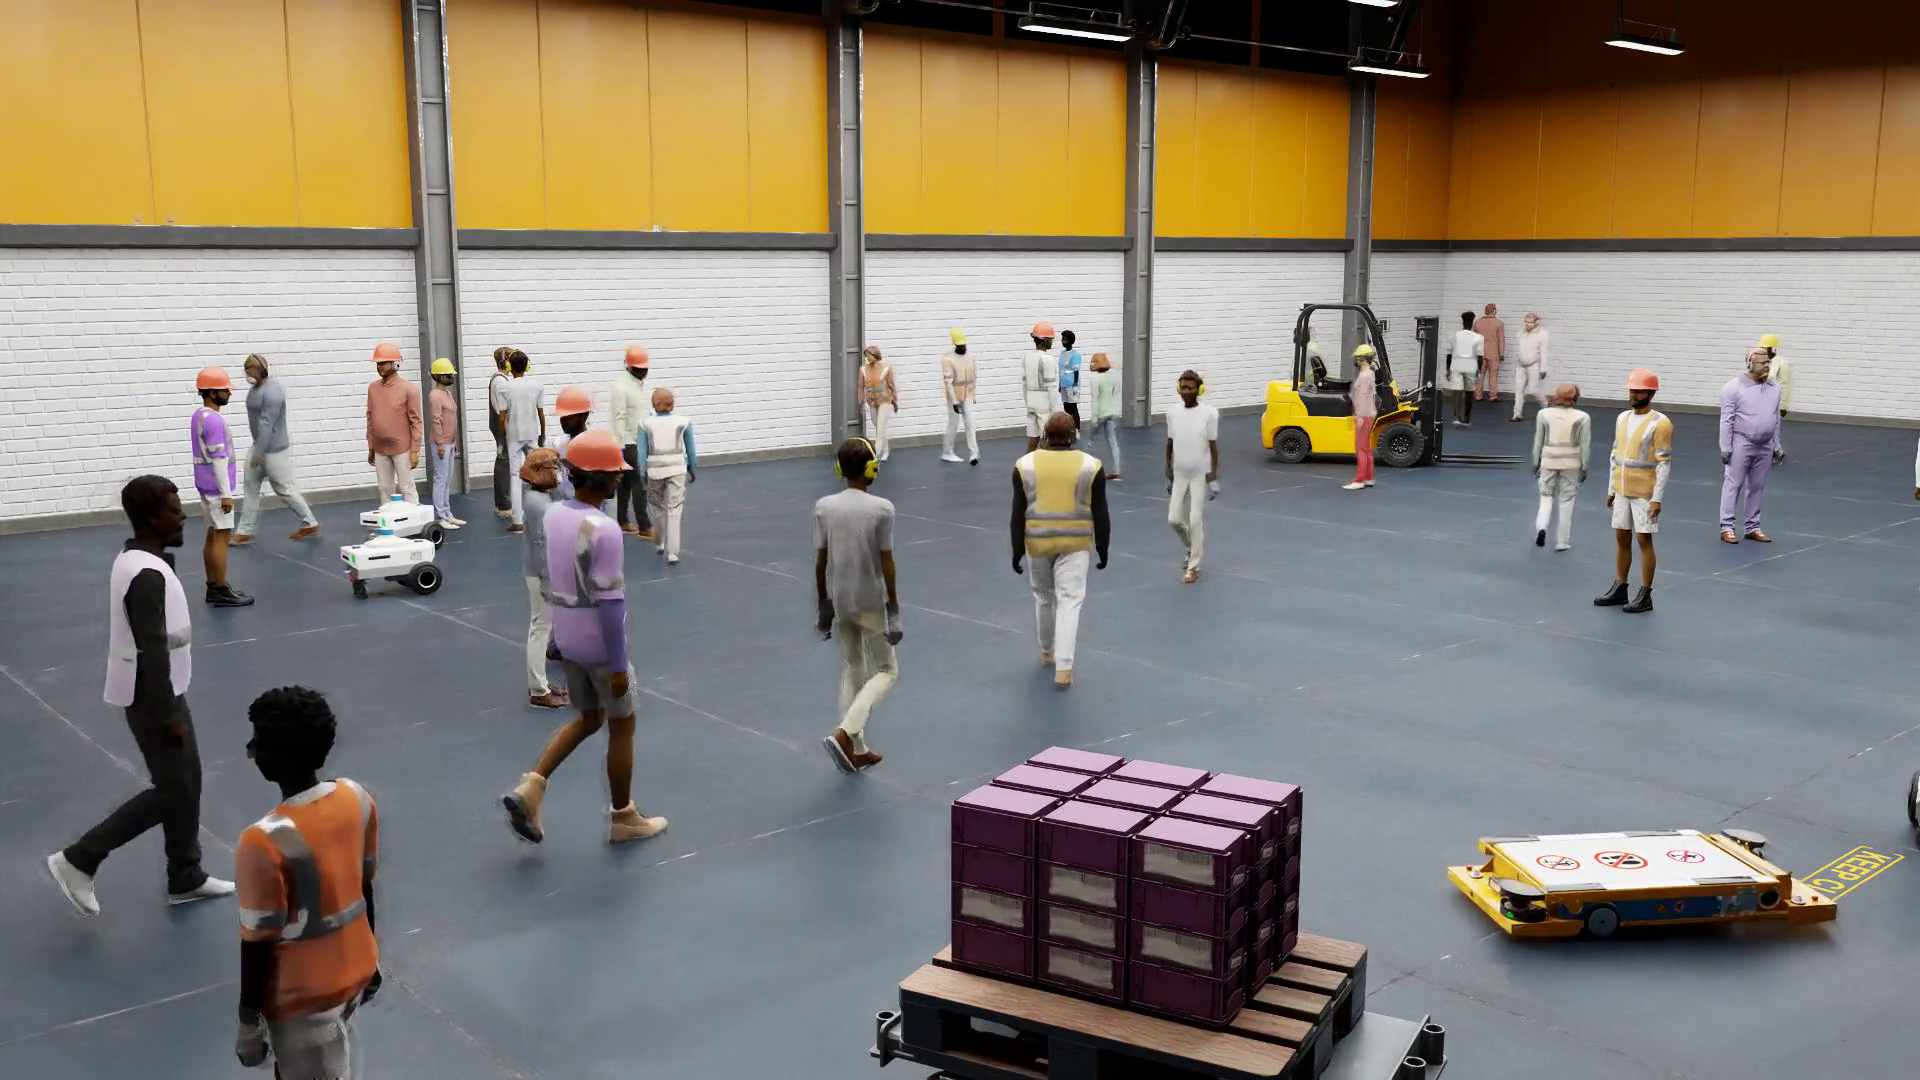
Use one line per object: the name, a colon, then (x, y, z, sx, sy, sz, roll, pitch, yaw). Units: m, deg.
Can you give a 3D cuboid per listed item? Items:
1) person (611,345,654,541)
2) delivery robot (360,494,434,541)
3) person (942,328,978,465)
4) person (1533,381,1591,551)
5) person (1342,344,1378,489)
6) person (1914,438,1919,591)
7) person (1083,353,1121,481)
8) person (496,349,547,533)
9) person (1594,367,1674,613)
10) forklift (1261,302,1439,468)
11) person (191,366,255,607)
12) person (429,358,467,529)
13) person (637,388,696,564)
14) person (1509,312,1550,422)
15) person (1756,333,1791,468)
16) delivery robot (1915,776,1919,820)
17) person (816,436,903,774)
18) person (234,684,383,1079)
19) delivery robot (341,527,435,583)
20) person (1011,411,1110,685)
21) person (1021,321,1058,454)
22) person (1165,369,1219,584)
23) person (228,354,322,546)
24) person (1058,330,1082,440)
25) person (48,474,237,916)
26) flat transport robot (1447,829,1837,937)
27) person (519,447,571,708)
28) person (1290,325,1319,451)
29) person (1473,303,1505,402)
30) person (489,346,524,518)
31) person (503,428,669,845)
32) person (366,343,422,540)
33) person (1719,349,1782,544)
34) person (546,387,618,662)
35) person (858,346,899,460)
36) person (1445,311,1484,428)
person: (-3.211, -0.959, 16.533, 0.793, 1.936, 0.633, 2, 10, 13)
delivery robot: (-5.337, -0.192, 15.779, 0.477, 0.478, 0.707, 5, 11, 25)
person: (0.014, -1.938, 22.482, 0.625, 1.854, 0.844, -6, 11, -30)
person: (5.705, -0.689, 15.806, 0.534, 1.629, 0.418, 6, 11, 32)
person: (4.890, -1.484, 20.147, 0.419, 1.741, 0.572, 4, 10, 20)
person: (8.236, -0.464, 13.760, 0.587, 1.882, 0.341, 7, 12, 36)
person: (1.722, -1.556, 20.995, 0.814, 1.595, 0.521, 9, 13, 42)
person: (-4.471, -1.002, 16.968, 0.510, 1.867, 0.329, -6, 11, -30)
person: (5.353, -0.397, 13.196, 0.344, 1.942, 0.551, -4, 11, -23)
forklift: (5.320, -2.157, 22.763, 2.313, 2.155, 1.214, 3, 10, 16)
person: (-5.957, -0.429, 13.394, 0.358, 1.936, 0.552, -7, 12, -36)
person: (-5.324, -0.996, 17.223, 0.315, 1.769, 0.525, -1, 10, -3)
person: (-2.720, -0.608, 15.453, 0.523, 1.593, 0.864, -1, 10, -6)
person: (9.751, -2.942, 28.300, 0.682, 1.875, 0.676, -8, 12, -38)
person: (10.585, -1.808, 21.846, 0.430, 1.813, 0.594, -2, 10, -14)
delivery robot: (4.786, 1.153, 7.906, 0.477, 0.478, 0.707, 7, 12, 36)
person: (-0.568, 0.373, 8.956, 0.537, 1.854, 0.494, 6, 11, 30)
person: (-1.725, 1.216, 4.571, 0.817, 1.668, 0.537, 2, 10, 10)
delivery robot: (-4.760, 0.139, 13.840, 0.707, 0.478, 0.477, -7, 12, -35)
person: (0.670, 0.038, 11.106, 0.650, 1.796, 0.970, 2, 10, 9)
person: (0.978, -1.563, 19.732, 0.372, 2.044, 0.607, -6, 12, -33)
person: (2.032, -0.555, 14.429, 0.522, 1.848, 0.493, 5, 11, 29)
person: (-6.723, -0.877, 16.217, 0.633, 1.888, 0.849, 9, 13, 41)
person: (1.676, -2.367, 25.476, 0.320, 1.694, 0.538, -4, 11, -23)
person: (-3.486, 0.671, 7.045, 0.654, 1.907, 0.588, -5, 11, -26)
flat transport robot: (2.921, 1.465, 7.180, 1.431, 0.197, 0.652, -1, 10, -7)
person: (-2.605, 0.230, 10.428, 0.266, 1.631, 0.507, -2, 10, -14)
person: (4.941, -2.182, 24.004, 0.498, 1.821, 0.632, 0, 10, 0)
person: (10.212, -3.606, 32.083, 0.643, 1.912, 0.410, 9, 13, 43)
person: (-4.918, -1.166, 17.986, 0.328, 1.844, 0.513, -4, 10, -20)
person: (-1.772, 0.483, 7.817, 0.712, 2.023, 0.631, -9, 13, -43)
person: (-5.409, -0.879, 15.863, 0.608, 1.995, 0.377, 4, 10, 21)
person: (7.776, -0.918, 16.341, 0.646, 1.913, 0.409, -2, 10, -12)
person: (-2.744, -0.105, 11.610, 0.562, 1.900, 0.907, 8, 12, 38)
person: (-1.128, -1.843, 22.675, 0.536, 1.592, 0.899, 4, 11, 25)
person: (8.281, -2.792, 27.330, 0.606, 1.926, 0.890, 3, 10, 18)
